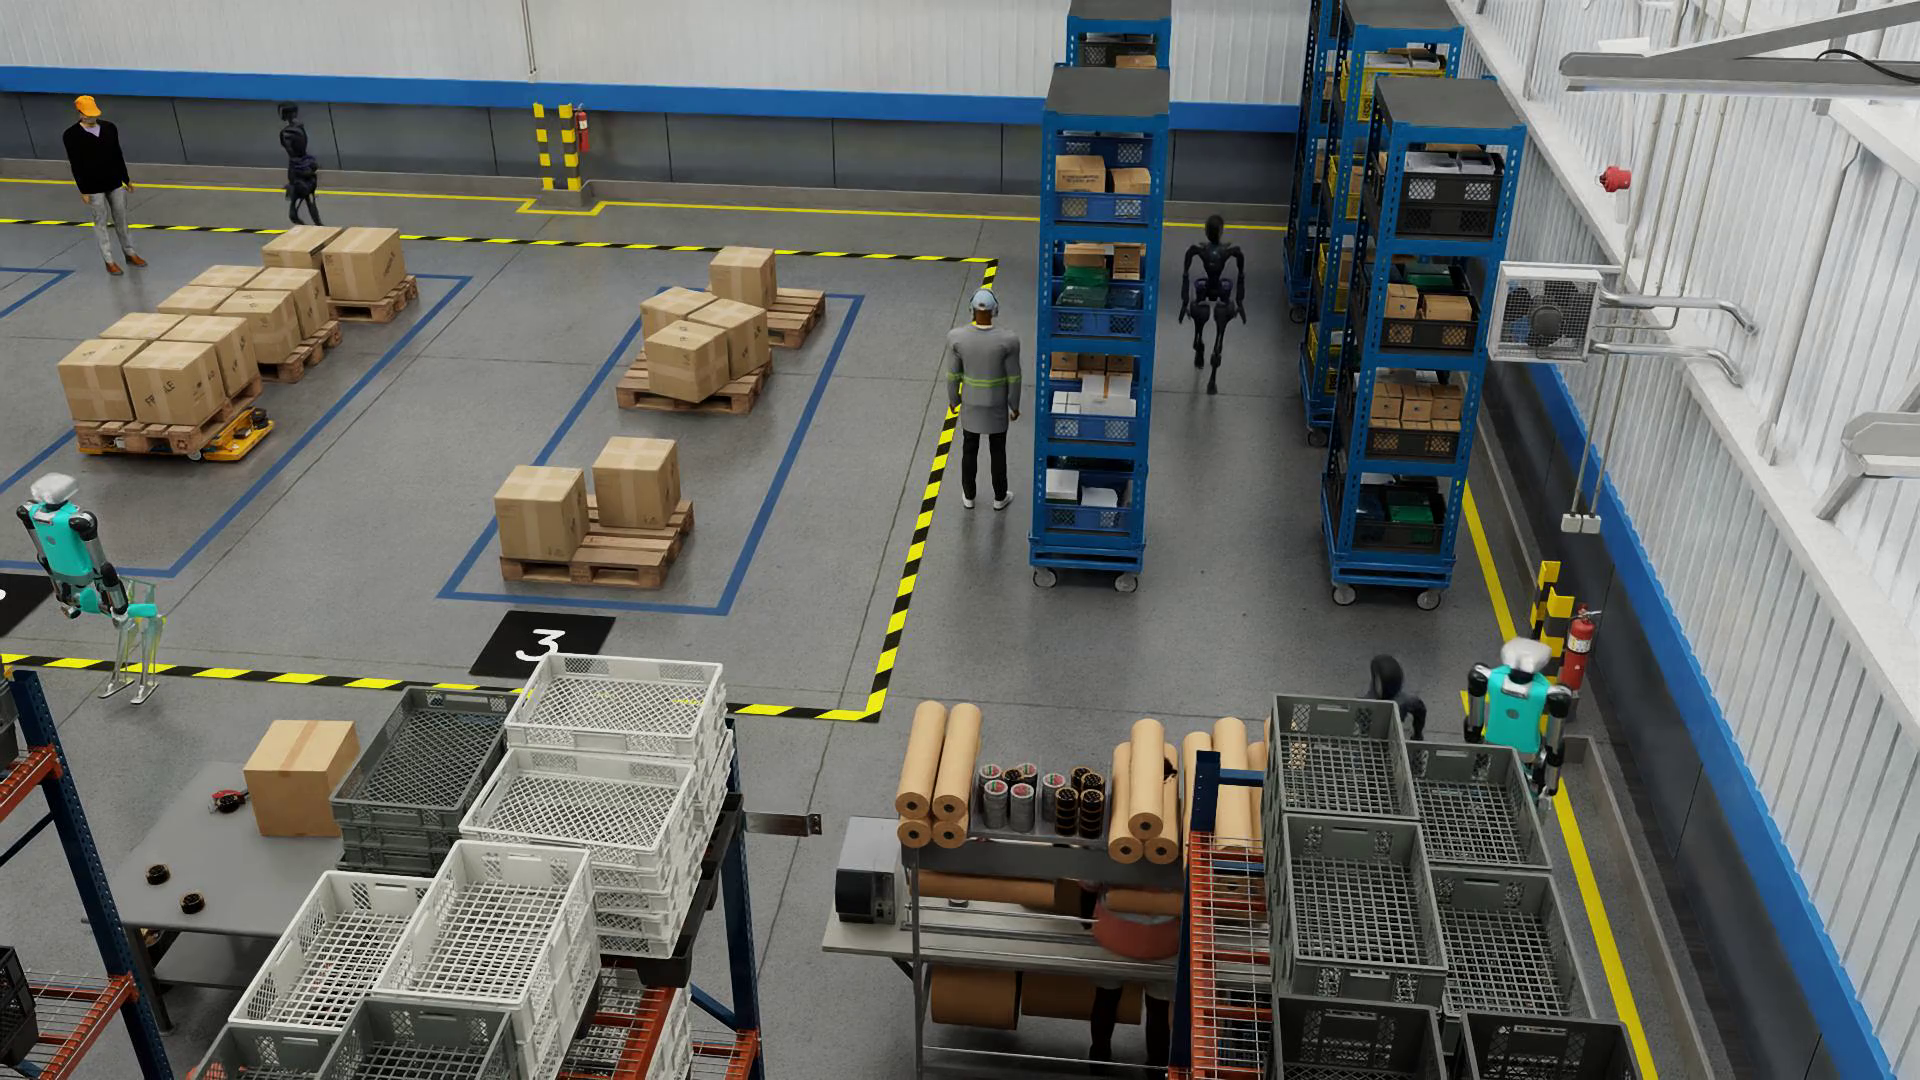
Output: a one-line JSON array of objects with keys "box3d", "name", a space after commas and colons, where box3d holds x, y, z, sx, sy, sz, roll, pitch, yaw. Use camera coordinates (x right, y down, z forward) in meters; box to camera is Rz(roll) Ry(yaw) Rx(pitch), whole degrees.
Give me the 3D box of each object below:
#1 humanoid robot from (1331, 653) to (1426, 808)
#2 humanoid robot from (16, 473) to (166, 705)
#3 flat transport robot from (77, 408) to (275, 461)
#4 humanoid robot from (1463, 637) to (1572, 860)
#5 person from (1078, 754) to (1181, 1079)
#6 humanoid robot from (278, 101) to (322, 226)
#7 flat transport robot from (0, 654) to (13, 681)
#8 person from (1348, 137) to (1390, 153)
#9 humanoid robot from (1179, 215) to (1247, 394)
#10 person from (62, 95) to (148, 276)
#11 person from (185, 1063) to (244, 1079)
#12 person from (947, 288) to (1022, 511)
[{"box3d": [2.233, 1.322, 9.004, 0.585, 1.656, 0.331, -7, 31, -11], "name": "humanoid robot"}, {"box3d": [-5.439, 0.255, 10.648, 0.533, 1.671, 0.735, 9, 31, 16], "name": "humanoid robot"}, {"box3d": [-6.728, -0.944, 14.268, 1.431, 0.197, 0.652, 3, 30, 6], "name": "flat transport robot"}, {"box3d": [3.077, 1.172, 9.174, 0.563, 1.740, 0.850, 17, 34, 26], "name": "humanoid robot"}, {"box3d": [0.849, 1.836, 7.843, 0.602, 1.957, 0.368, 8, 31, 13], "name": "person"}, {"box3d": [-7.152, -3.953, 18.060, 0.363, 1.646, 0.600, -2, 30, -3], "name": "humanoid robot"}, {"box3d": [-7.142, 0.969, 11.010, 1.431, 0.231, 0.659, 3, 30, 6], "name": "flat transport robot"}, {"box3d": [4.253, -3.704, 17.380, 0.374, 1.936, 0.627, -23, 37, -34], "name": "person"}, {"box3d": [2.305, -2.189, 15.056, 0.608, 1.634, 0.638, 5, 31, 8], "name": "humanoid robot"}, {"box3d": [-9.002, -3.743, 17.504, 0.380, 1.879, 0.584, 19, 35, 29], "name": "person"}, {"box3d": [-2.589, 2.720, 6.240, 0.371, 2.042, 0.613, -3, 30, -5], "name": "person"}, {"box3d": [0.195, -1.096, 12.982, 0.586, 1.852, 0.384, 5, 31, 8], "name": "person"}]
